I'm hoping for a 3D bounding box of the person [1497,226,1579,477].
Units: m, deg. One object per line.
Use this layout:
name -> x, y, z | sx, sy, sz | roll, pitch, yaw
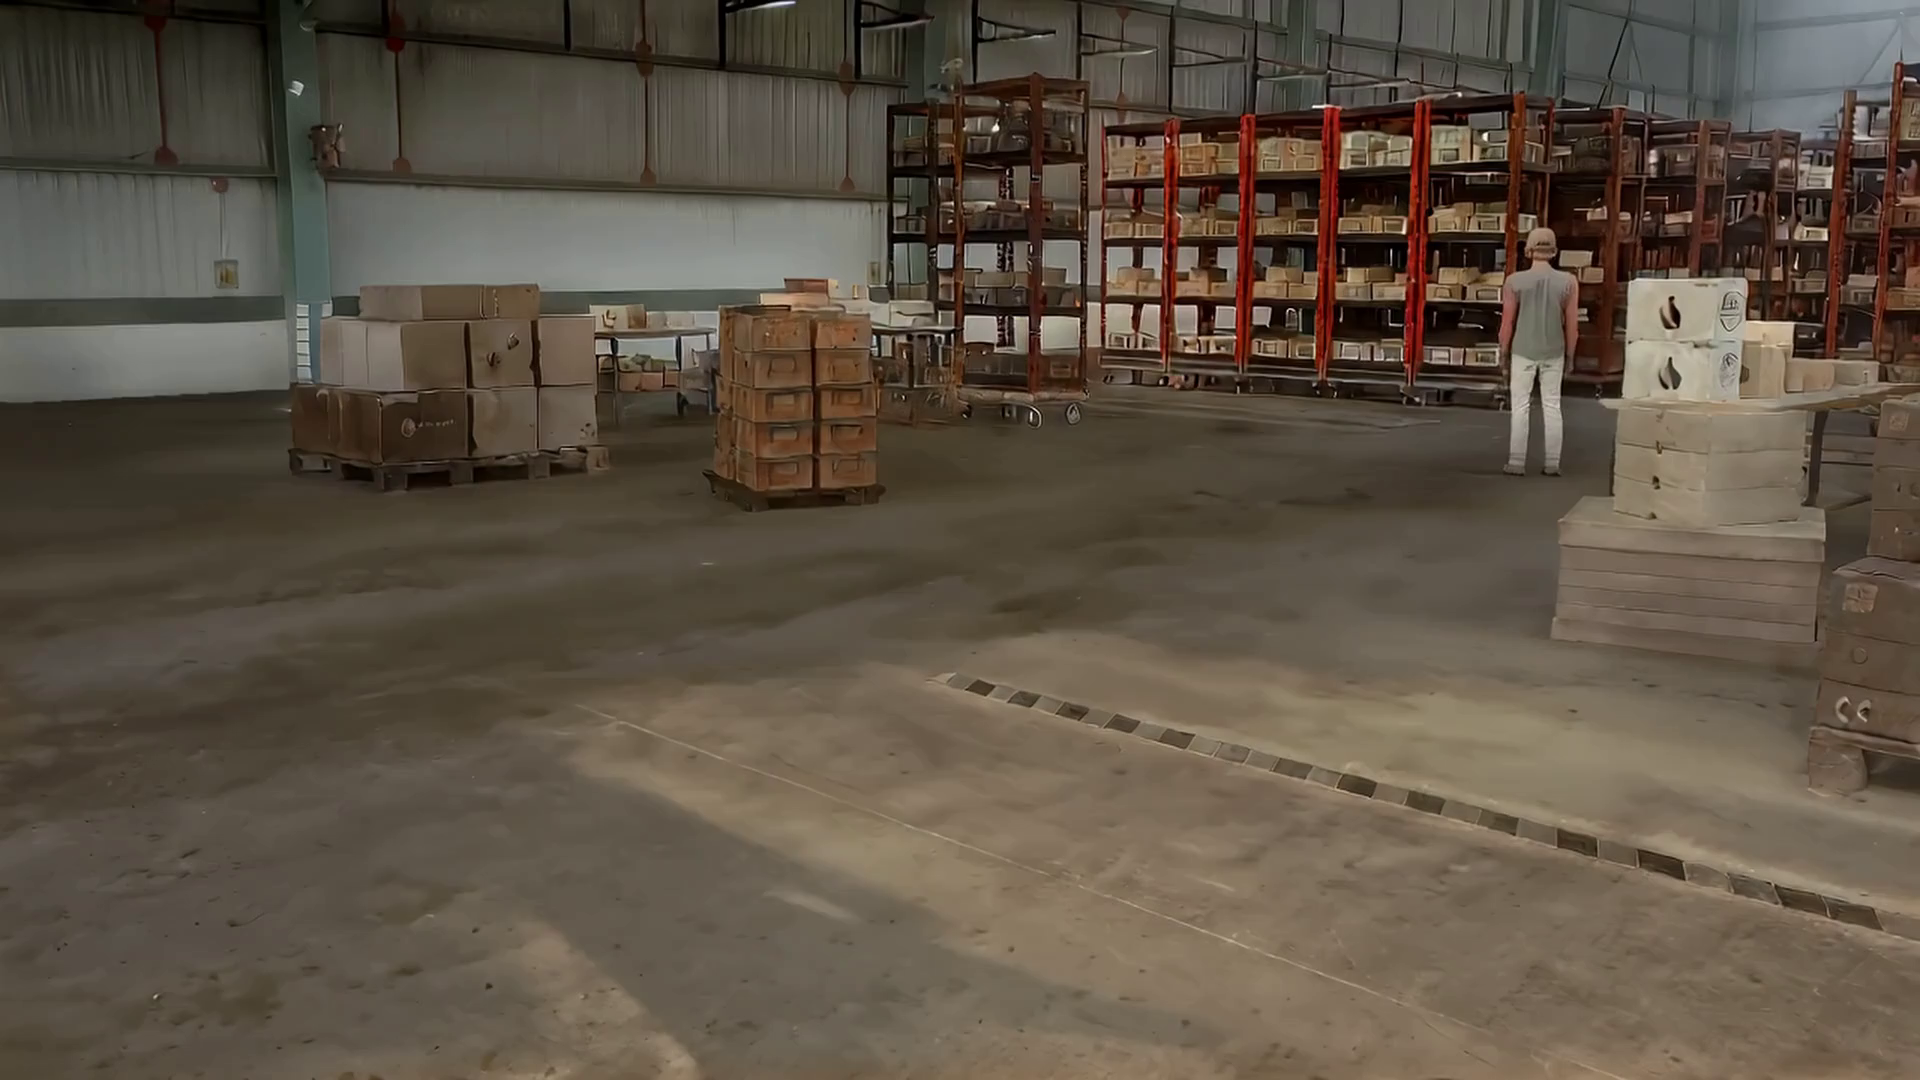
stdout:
person -> 4.588, -1.490, 13.237 | 0.623, 1.989, 0.401 | 0, 9, 1
